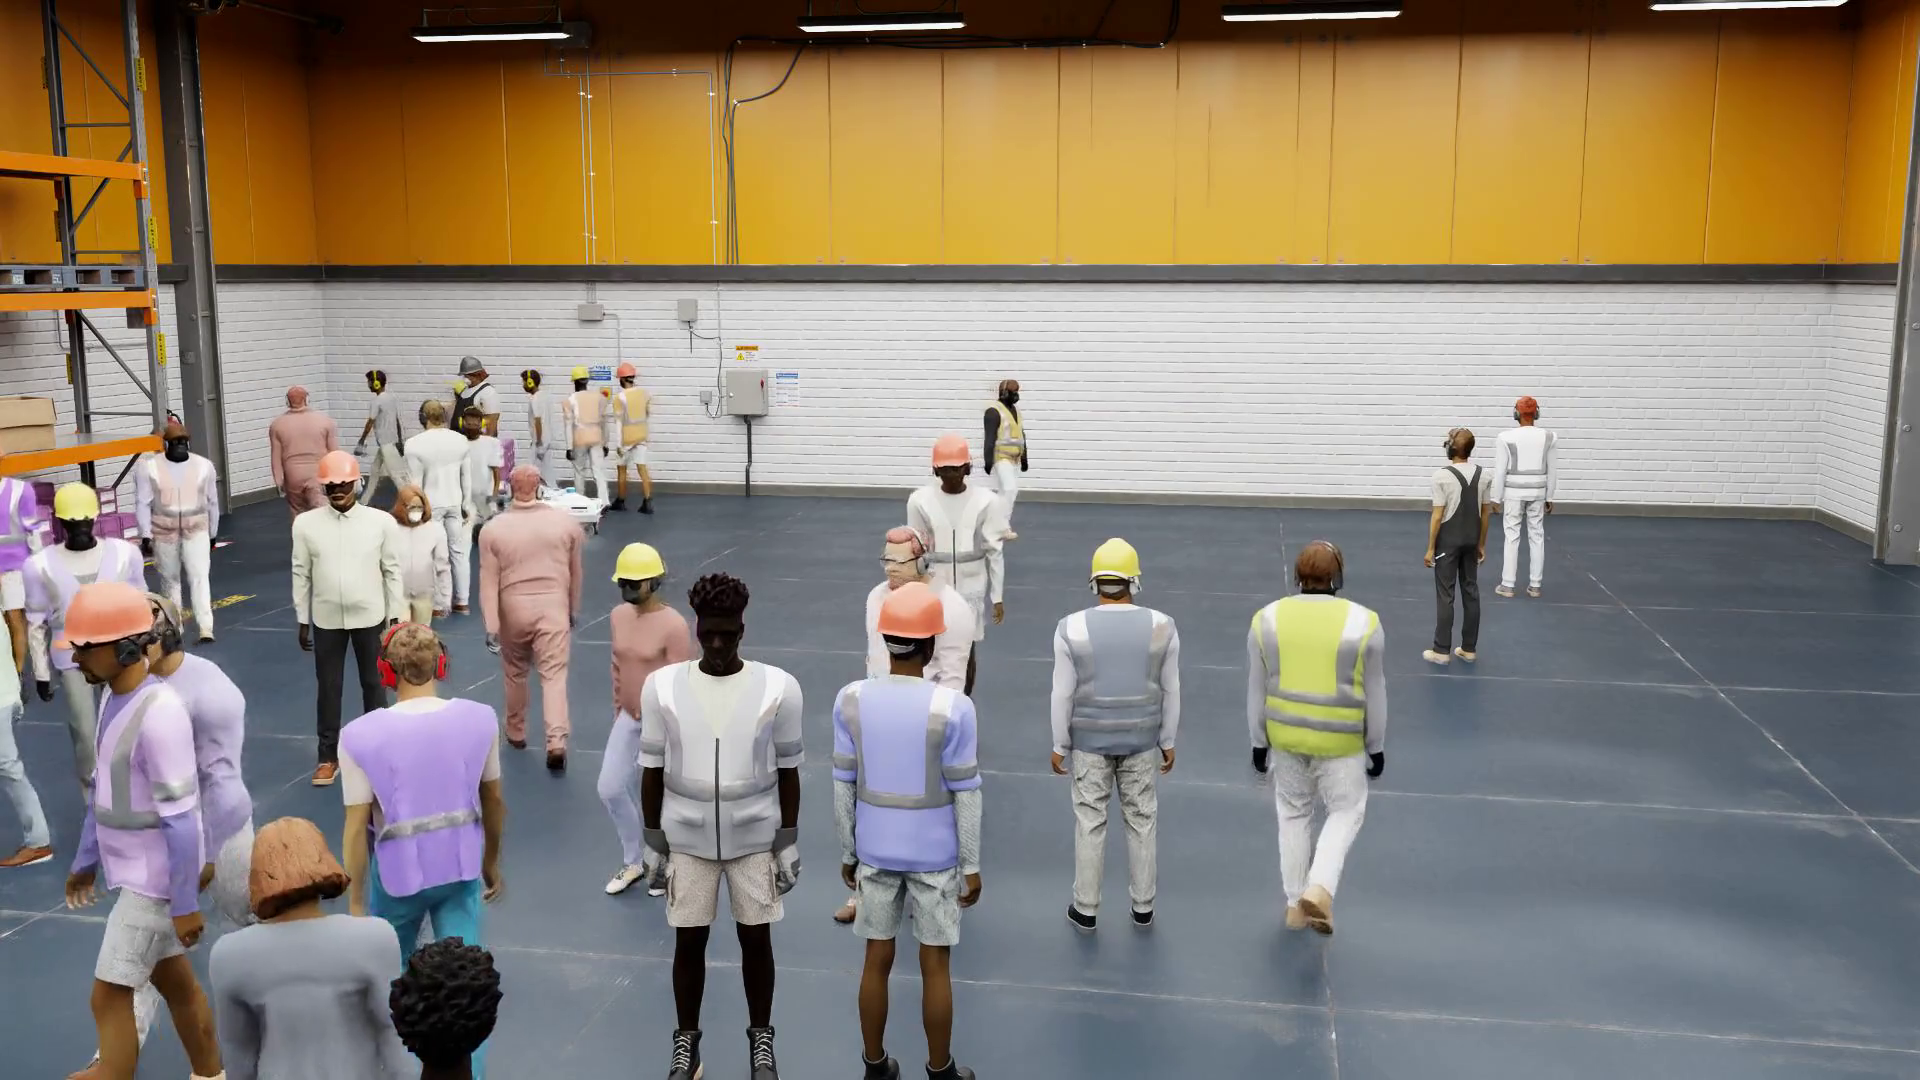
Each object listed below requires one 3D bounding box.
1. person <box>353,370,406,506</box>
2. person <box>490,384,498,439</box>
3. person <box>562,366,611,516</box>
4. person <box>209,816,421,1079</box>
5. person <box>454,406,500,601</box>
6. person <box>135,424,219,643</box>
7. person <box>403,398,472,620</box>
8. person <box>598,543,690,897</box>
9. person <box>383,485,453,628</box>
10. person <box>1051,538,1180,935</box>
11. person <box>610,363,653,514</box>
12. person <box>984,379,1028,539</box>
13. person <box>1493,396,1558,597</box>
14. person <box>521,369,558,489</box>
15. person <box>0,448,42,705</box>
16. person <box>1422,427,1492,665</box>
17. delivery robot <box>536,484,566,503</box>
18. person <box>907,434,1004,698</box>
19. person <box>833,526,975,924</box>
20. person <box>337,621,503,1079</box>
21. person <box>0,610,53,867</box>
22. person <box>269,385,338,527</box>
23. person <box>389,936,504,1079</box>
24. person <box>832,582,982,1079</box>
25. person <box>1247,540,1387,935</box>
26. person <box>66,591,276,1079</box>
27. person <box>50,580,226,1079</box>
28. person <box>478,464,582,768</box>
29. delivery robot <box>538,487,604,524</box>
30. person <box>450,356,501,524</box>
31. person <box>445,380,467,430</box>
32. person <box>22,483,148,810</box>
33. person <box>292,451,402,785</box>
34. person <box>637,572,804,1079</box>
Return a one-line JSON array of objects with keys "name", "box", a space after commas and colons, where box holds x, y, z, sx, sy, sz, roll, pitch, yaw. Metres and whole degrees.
[{"name": "person", "box": [-7.261, -1.191, 20.639, 0.999, 1.813, 0.501, 0, 9, -1]}, {"name": "person", "box": [-5.955, -1.172, 21.119, 0.425, 1.624, 0.537, -4, 10, -21]}, {"name": "person", "box": [-4.614, -1.220, 20.693, 0.616, 1.881, 0.928, -5, 11, -31]}, {"name": "person", "box": [-1.683, 1.521, 4.442, 0.548, 1.609, 0.340, -1, 9, -4]}, {"name": "person", "box": [-4.510, -0.353, 15.522, 0.488, 1.810, 0.976, -1, 9, -4]}, {"name": "person", "box": [-6.428, -0.054, 13.705, 0.626, 1.793, 0.979, -5, 10, -27]}, {"name": "person", "box": [-4.560, -0.269, 14.560, 0.355, 1.936, 0.635, 8, 12, 40]}, {"name": "person", "box": [-1.518, 0.879, 7.999, 0.545, 1.748, 0.526, 6, 11, 34]}, {"name": "person", "box": [-3.689, 0.429, 11.263, 0.515, 1.587, 0.843, -6, 11, -32]}, {"name": "person", "box": [0.704, 0.900, 7.630, 0.600, 1.829, 0.404, -1, 9, -7]}, {"name": "person", "box": [-4.143, -1.279, 20.975, 0.579, 1.907, 0.823, -8, 12, -40]}, {"name": "person", "box": [0.575, -0.908, 18.859, 0.556, 1.823, 0.666, 5, 11, 30]}, {"name": "person", "box": [5.268, -0.402, 15.545, 0.574, 1.886, 0.356, 0, 9, 1]}, {"name": "person", "box": [-5.289, -1.177, 20.494, 0.781, 1.836, 0.515, 1, 9, 5]}, {"name": "person", "box": [-6.739, 0.219, 11.589, 0.565, 1.912, 0.660, -2, 9, -14]}, {"name": "person", "box": [3.845, 0.047, 12.879, 0.513, 1.846, 0.340, -3, 10, -16]}, {"name": "delivery robot", "box": [-5.086, -0.491, 19.924, 0.707, 0.478, 0.477, -1, 9, -3]}, {"name": "person", "box": [-0.028, 0.331, 10.564, 0.624, 2.012, 0.776, 0, 9, -1]}, {"name": "person", "box": [-0.270, 0.873, 7.676, 0.647, 1.879, 0.732, 7, 12, 38]}, {"name": "person", "box": [-1.932, 1.179, 5.930, 0.601, 1.813, 0.798, -6, 11, -34]}, {"name": "person", "box": [-5.023, 0.881, 8.464, 0.725, 1.592, 0.588, -2, 9, -13]}, {"name": "person", "box": [-6.756, -0.659, 17.164, 0.649, 1.878, 0.809, -2, 9, -15]}, {"name": "person", "box": [-1.024, 1.641, 3.440, 0.541, 1.700, 0.315, 1, 9, 5]}, {"name": "person", "box": [-0.178, 1.109, 6.006, 0.552, 1.937, 0.356, 3, 10, 17]}, {"name": "person", "box": [1.601, 0.915, 7.554, 0.638, 1.829, 0.537, 5, 10, 27]}, {"name": "person", "box": [-2.924, 1.100, 6.252, 0.638, 1.869, 1.024, 4, 10, 21]}, {"name": "person", "box": [-2.884, 1.139, 5.573, 0.832, 2.012, 0.629, -6, 11, -34]}, {"name": "person", "box": [-2.644, 0.458, 10.311, 0.629, 1.859, 1.008, -3, 10, -17]}, {"name": "delivery robot", "box": [-4.466, -0.361, 19.115, 0.707, 0.478, 0.477, 0, 9, -2]}, {"name": "person", "box": [-5.877, -1.214, 20.098, 0.677, 2.000, 0.536, 9, 13, 44]}, {"name": "person", "box": [-6.190, -1.110, 20.452, 0.528, 1.722, 0.899, 6, 11, 34]}, {"name": "person", "box": [-4.709, 0.632, 9.025, 0.604, 1.916, 0.454, -6, 11, -31]}, {"name": "person", "box": [-3.621, 0.459, 9.860, 0.612, 1.994, 0.395, -2, 9, -14]}, {"name": "person", "box": [-0.871, 1.082, 6.088, 0.605, 1.966, 0.367, -1, 9, -4]}]
